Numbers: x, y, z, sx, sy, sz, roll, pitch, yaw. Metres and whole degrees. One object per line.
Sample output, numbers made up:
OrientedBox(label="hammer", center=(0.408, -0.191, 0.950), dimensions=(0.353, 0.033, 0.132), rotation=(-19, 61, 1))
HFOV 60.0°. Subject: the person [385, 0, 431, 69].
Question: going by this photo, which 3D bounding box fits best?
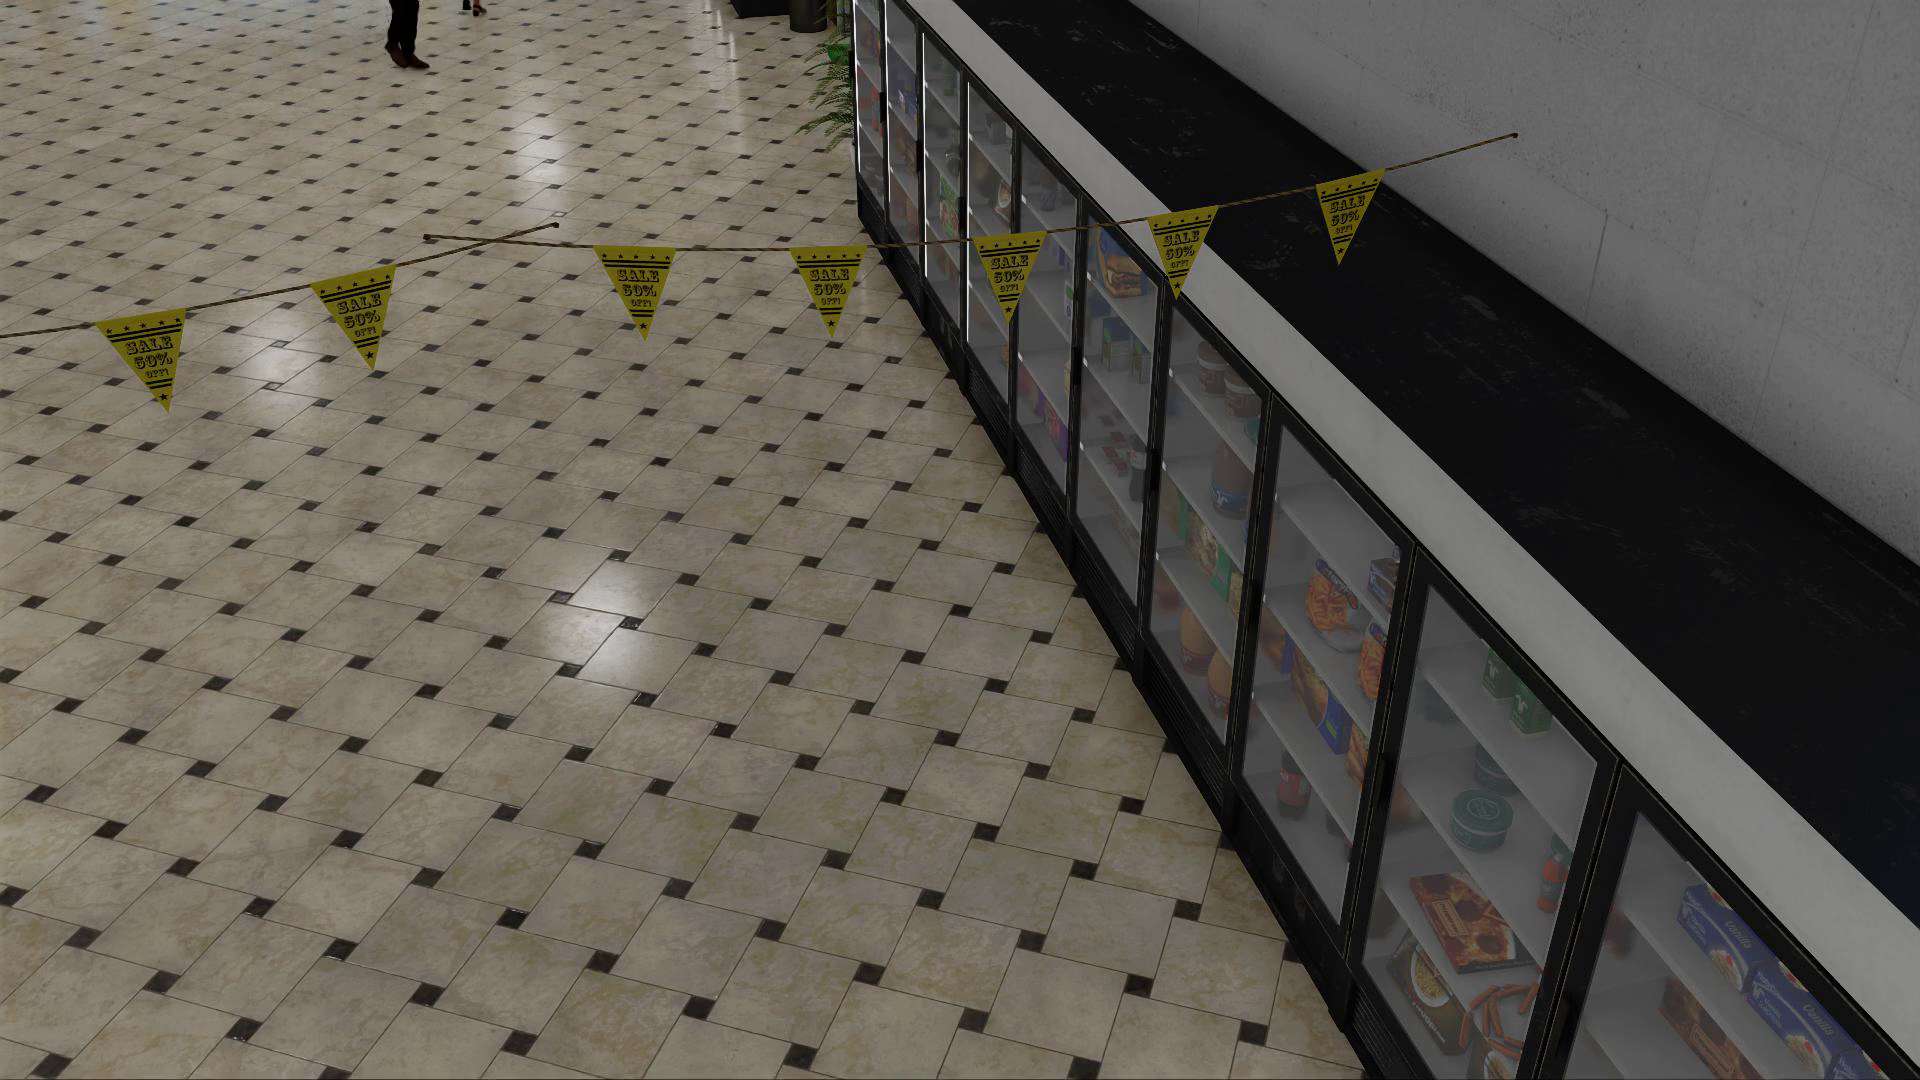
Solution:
OrientedBox(label="person", center=(-5.292, -5.330, 15.422), dimensions=(0.932, 1.894, 0.865), rotation=(19, 37, 28))
